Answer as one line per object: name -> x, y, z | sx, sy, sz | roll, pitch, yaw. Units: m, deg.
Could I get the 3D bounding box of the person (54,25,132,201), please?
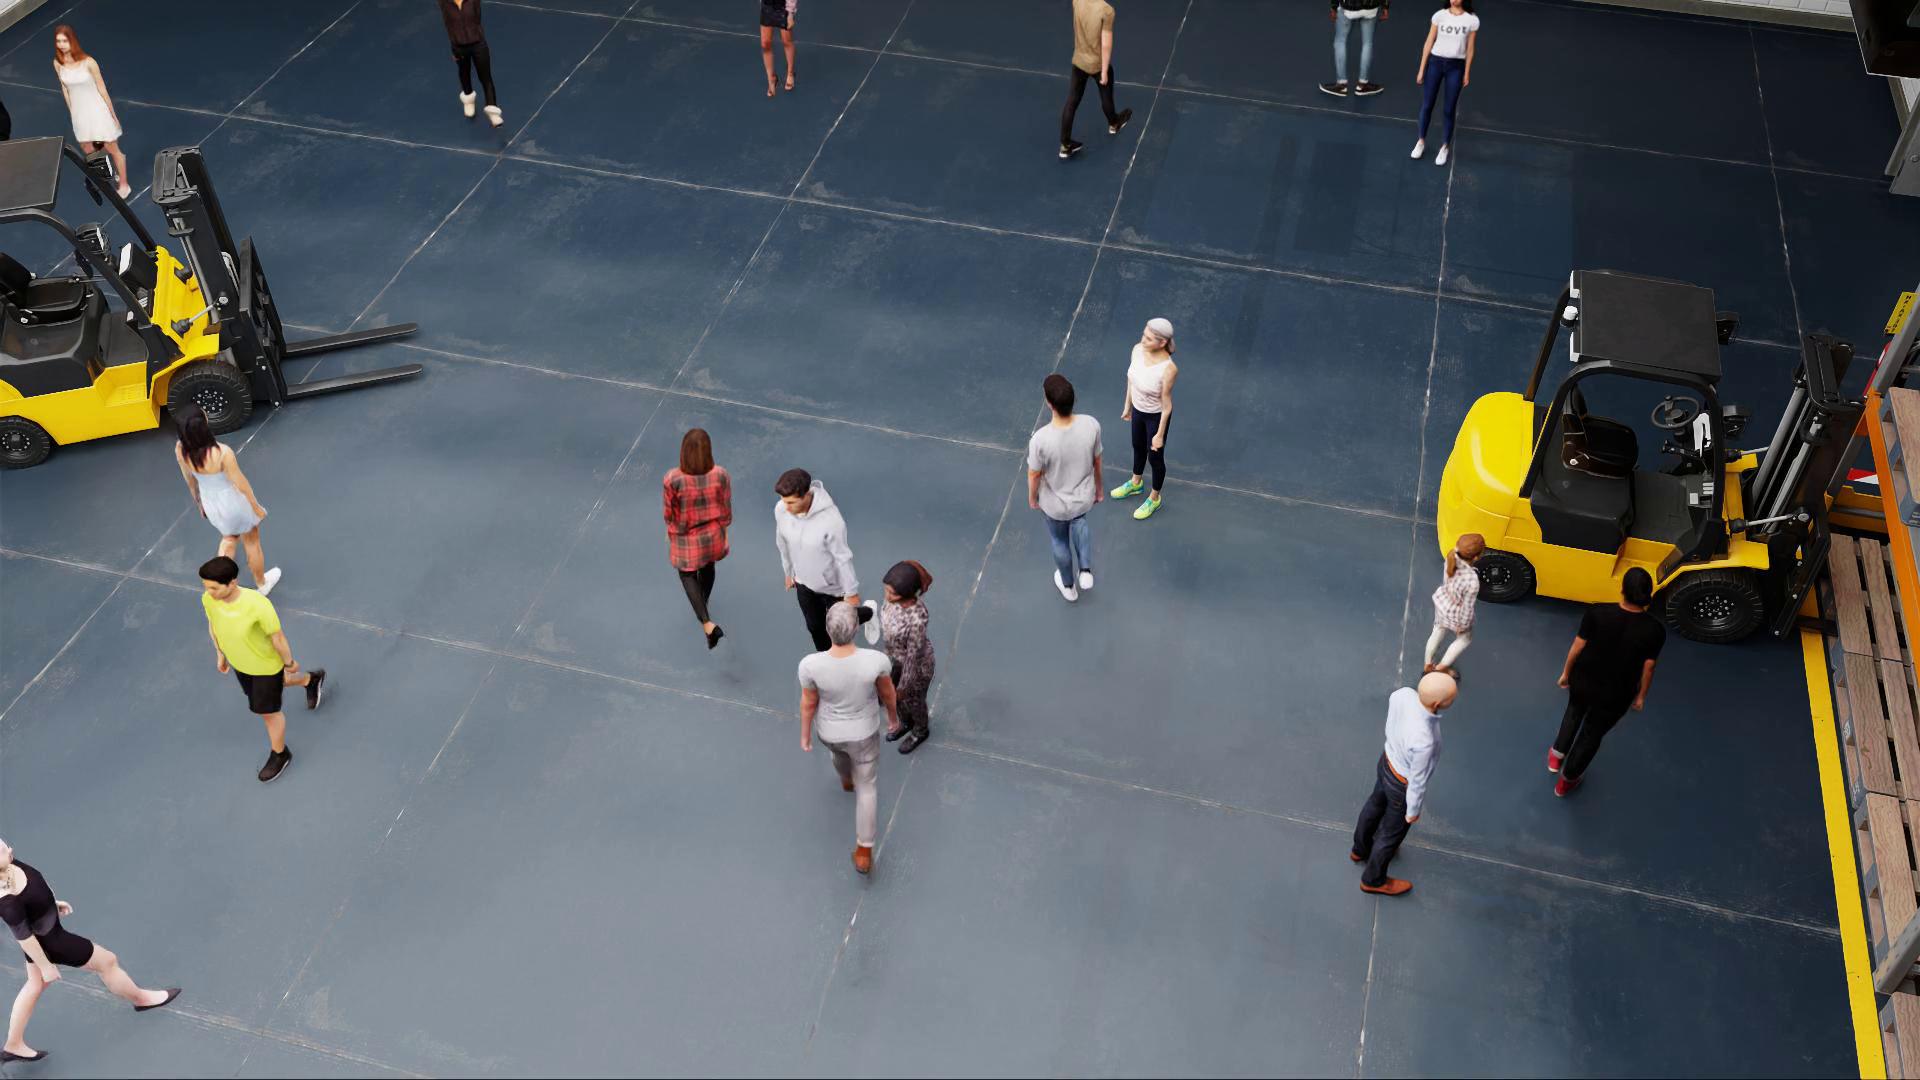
person -> -7.888, -3.941, 15.192 | 0.660, 1.700, 0.790 | 1, 44, 1

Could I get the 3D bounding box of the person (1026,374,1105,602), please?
person -> 0.748, -0.261, 11.209 | 0.835, 1.865, 0.869 | -11, 45, -12

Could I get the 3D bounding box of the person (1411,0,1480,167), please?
person -> 4.566, -4.441, 15.666 | 0.648, 1.769, 0.584 | 15, 46, 15

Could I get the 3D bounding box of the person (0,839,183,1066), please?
person -> -4.900, 2.155, 8.729 | 1.208, 1.789, 1.027 | -30, 51, -28

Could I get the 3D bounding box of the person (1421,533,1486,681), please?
person -> 3.162, 0.460, 10.859 | 0.692, 1.304, 0.620 | -15, 46, -15

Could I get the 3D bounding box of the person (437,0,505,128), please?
person -> -4.762, -4.717, 16.064 | 0.915, 1.621, 1.120 | -5, 44, -6

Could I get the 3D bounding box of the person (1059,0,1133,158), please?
person -> 1.162, -4.462, 15.663 | 1.060, 1.805, 1.300 | 33, 53, 30

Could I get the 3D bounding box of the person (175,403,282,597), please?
person -> -4.979, -0.171, 11.222 | 0.631, 1.718, 0.862 | 6, 44, 6

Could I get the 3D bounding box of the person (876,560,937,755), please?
person -> -0.244, 0.718, 10.302 | 0.776, 1.700, 0.722 | -27, 50, -26

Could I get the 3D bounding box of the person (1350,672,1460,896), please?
person -> 2.536, 1.375, 9.549 | 0.774, 1.787, 0.632 | -5, 44, -5

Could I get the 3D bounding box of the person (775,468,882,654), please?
person -> -0.838, 0.181, 10.722 | 0.880, 1.898, 1.096 | 16, 46, 16

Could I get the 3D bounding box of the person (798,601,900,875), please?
person -> -0.646, 1.193, 9.744 | 0.958, 1.781, 1.331 | -3, 44, -3

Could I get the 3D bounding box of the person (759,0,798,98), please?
person -> -1.765, -5.314, 16.566 | 0.629, 1.794, 0.669 | 12, 45, 13

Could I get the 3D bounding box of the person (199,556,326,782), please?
person -> -4.353, 0.668, 10.364 | 0.701, 1.685, 1.079 | 16, 46, 16

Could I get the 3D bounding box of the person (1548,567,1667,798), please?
person -> 3.851, 0.930, 10.055 | 0.757, 1.733, 0.770 | 27, 50, 25

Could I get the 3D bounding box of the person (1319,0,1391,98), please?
person -> 4.020, -5.274, 16.522 | 0.881, 1.796, 0.719 | 4, 44, 4

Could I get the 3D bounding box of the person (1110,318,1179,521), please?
person -> 1.375, -0.902, 12.001 | 0.732, 1.702, 0.679 | -23, 48, -23

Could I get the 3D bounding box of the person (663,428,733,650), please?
person -> -1.712, 0.028, 11.044 | 0.927, 1.674, 1.044 | -16, 46, -16
